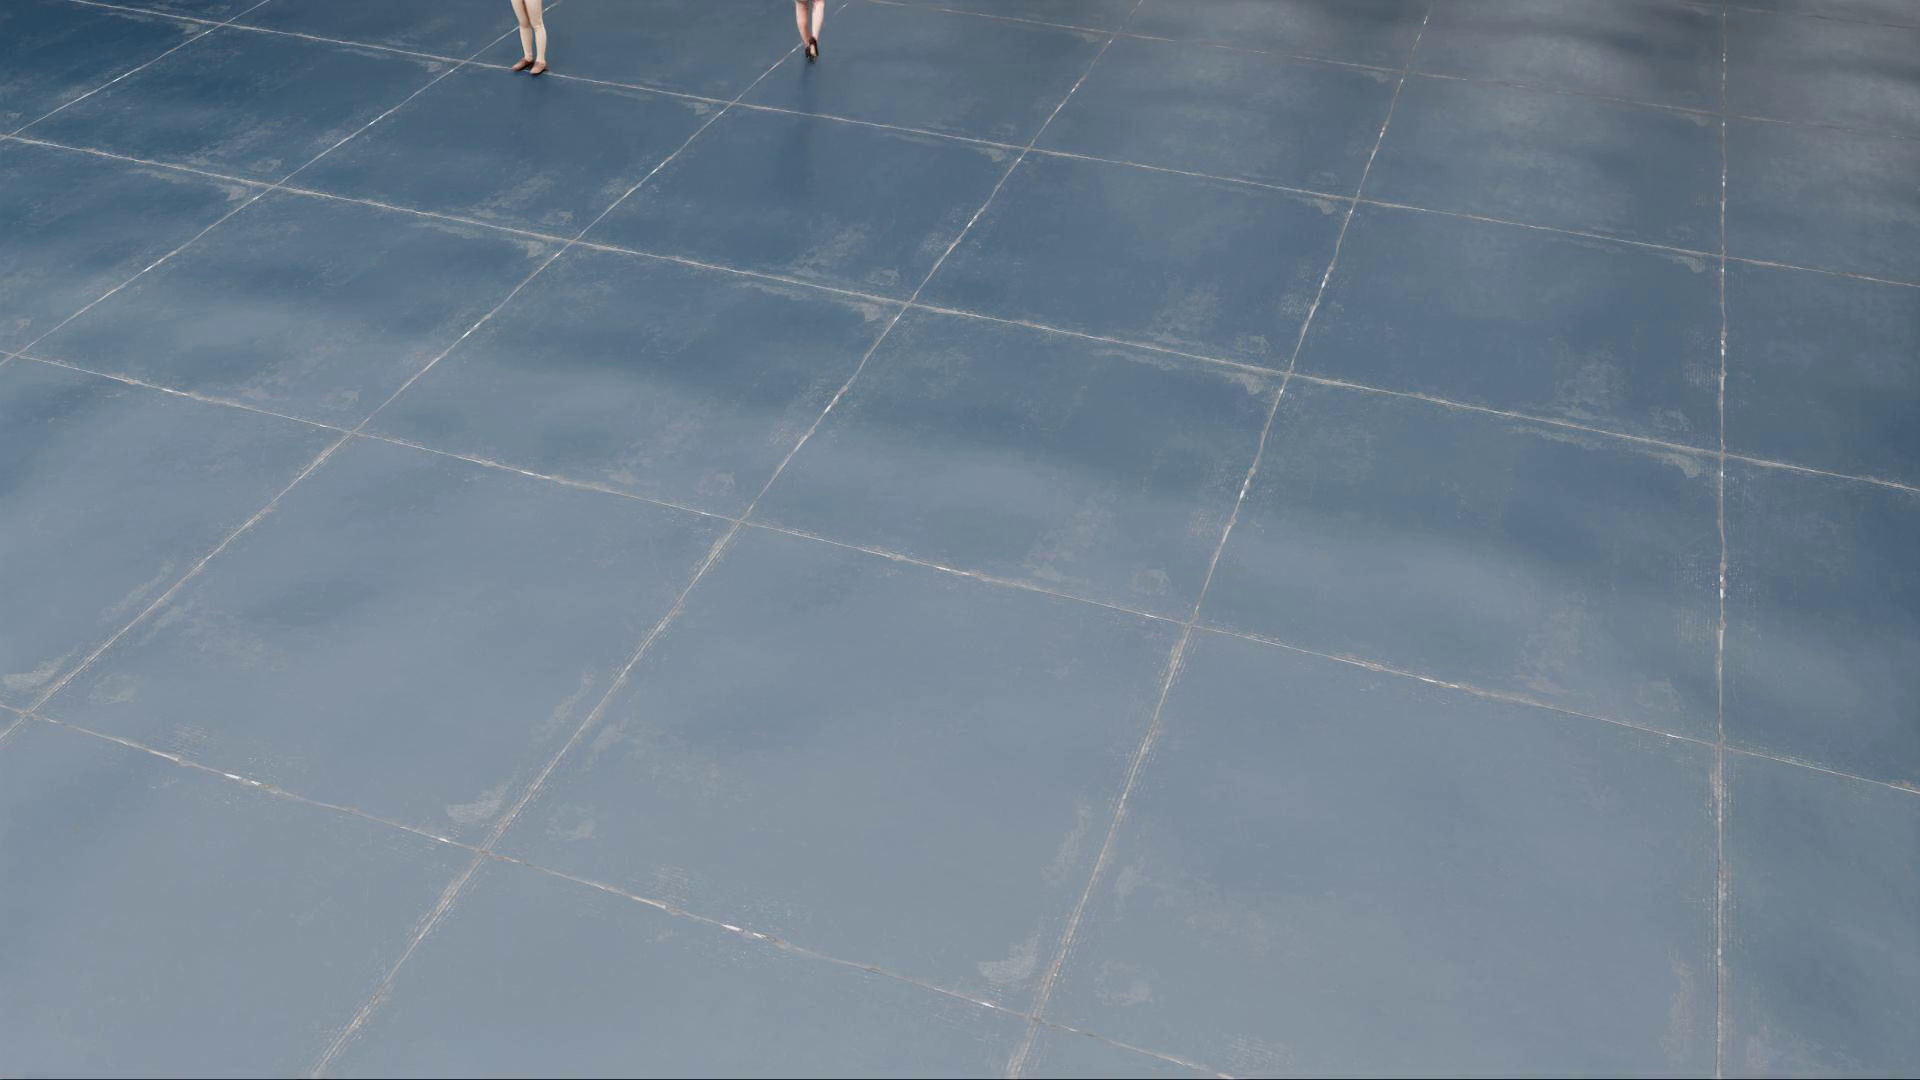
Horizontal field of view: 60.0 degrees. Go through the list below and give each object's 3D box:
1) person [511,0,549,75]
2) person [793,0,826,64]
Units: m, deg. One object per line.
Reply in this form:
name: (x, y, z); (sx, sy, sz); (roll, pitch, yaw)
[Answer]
person: (-4.252, -5.432, 16.260); (0.634, 1.653, 0.570); (13, 40, 16)
person: (-1.515, -5.499, 16.281); (0.735, 1.734, 0.787); (1, 38, 1)
